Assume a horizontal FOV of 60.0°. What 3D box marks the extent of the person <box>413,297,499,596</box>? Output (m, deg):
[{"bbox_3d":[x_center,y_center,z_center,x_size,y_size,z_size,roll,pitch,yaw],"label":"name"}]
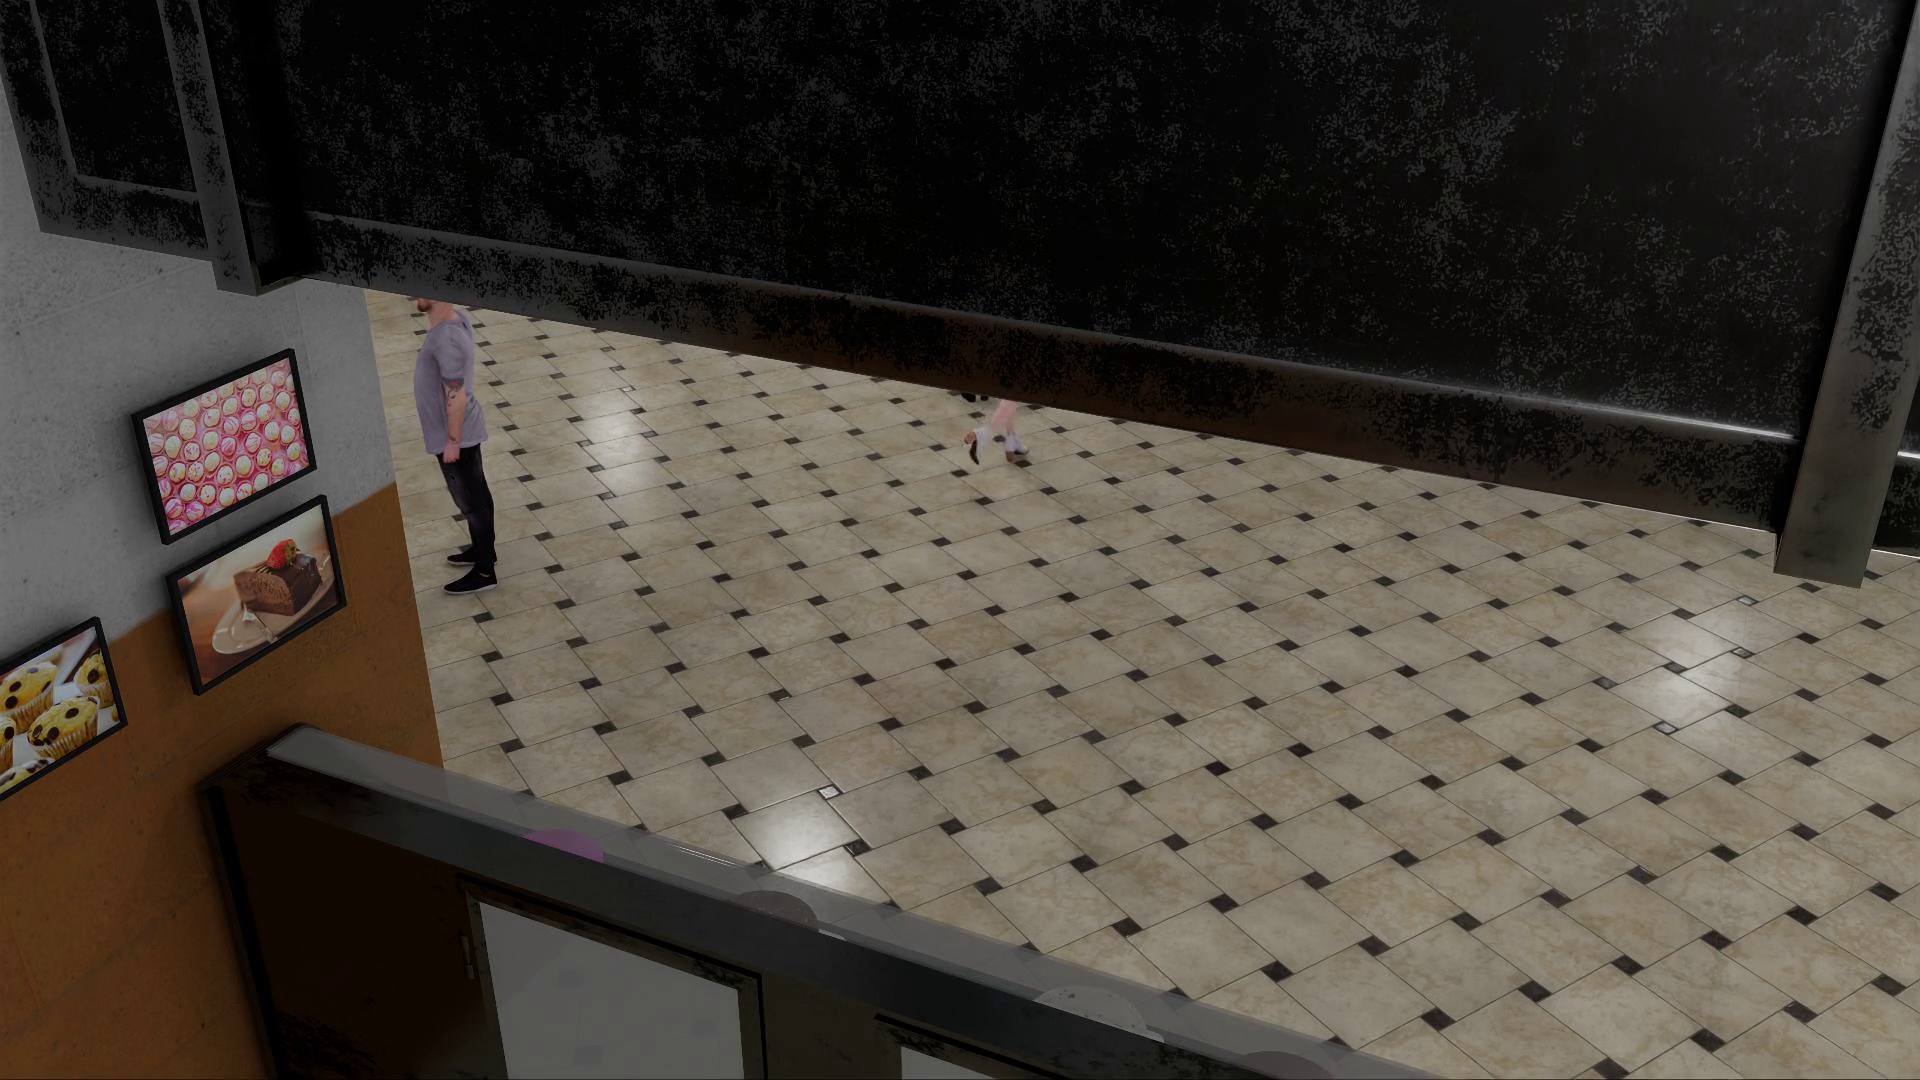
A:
[{"bbox_3d":[-2.749,-0.609,9.087,0.819,1.838,0.728,-5,27,-11],"label":"person"}]
